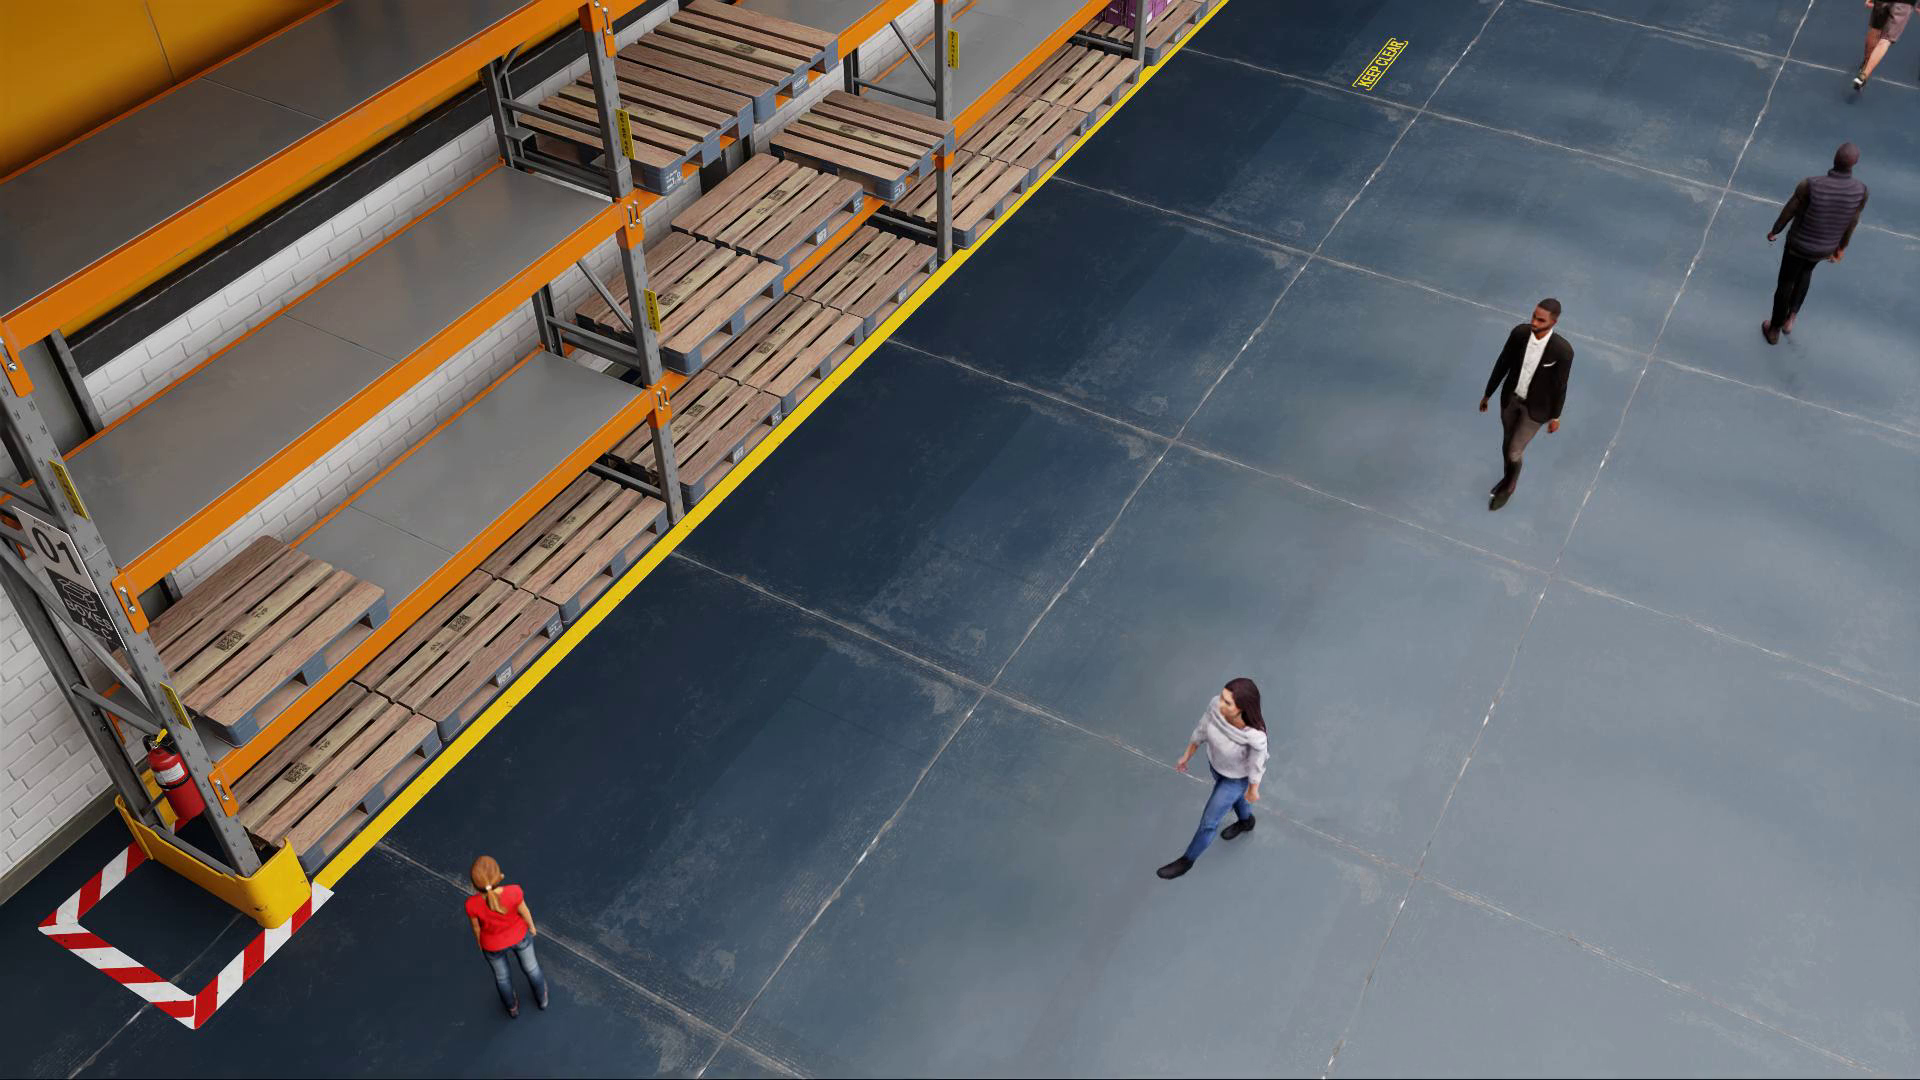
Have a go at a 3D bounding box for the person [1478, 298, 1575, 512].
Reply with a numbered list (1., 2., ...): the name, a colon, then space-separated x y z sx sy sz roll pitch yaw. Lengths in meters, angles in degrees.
1. person: 4.166 -1.030 12.093 0.795 1.787 0.797 -31 51 -28

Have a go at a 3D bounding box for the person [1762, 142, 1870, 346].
1. person: 6.876 -2.350 13.452 0.815 1.825 0.806 5 44 5

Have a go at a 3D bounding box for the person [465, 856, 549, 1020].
1. person: -2.482 2.177 9.075 0.541 1.307 0.610 -16 46 -17

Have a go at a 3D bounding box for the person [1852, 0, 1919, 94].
1. person: 9.339 -5.380 16.627 0.789 1.833 1.229 29 51 27

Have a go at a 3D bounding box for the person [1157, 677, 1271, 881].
1. person: 1.650 1.326 9.766 1.098 1.586 0.957 -18 46 -18
